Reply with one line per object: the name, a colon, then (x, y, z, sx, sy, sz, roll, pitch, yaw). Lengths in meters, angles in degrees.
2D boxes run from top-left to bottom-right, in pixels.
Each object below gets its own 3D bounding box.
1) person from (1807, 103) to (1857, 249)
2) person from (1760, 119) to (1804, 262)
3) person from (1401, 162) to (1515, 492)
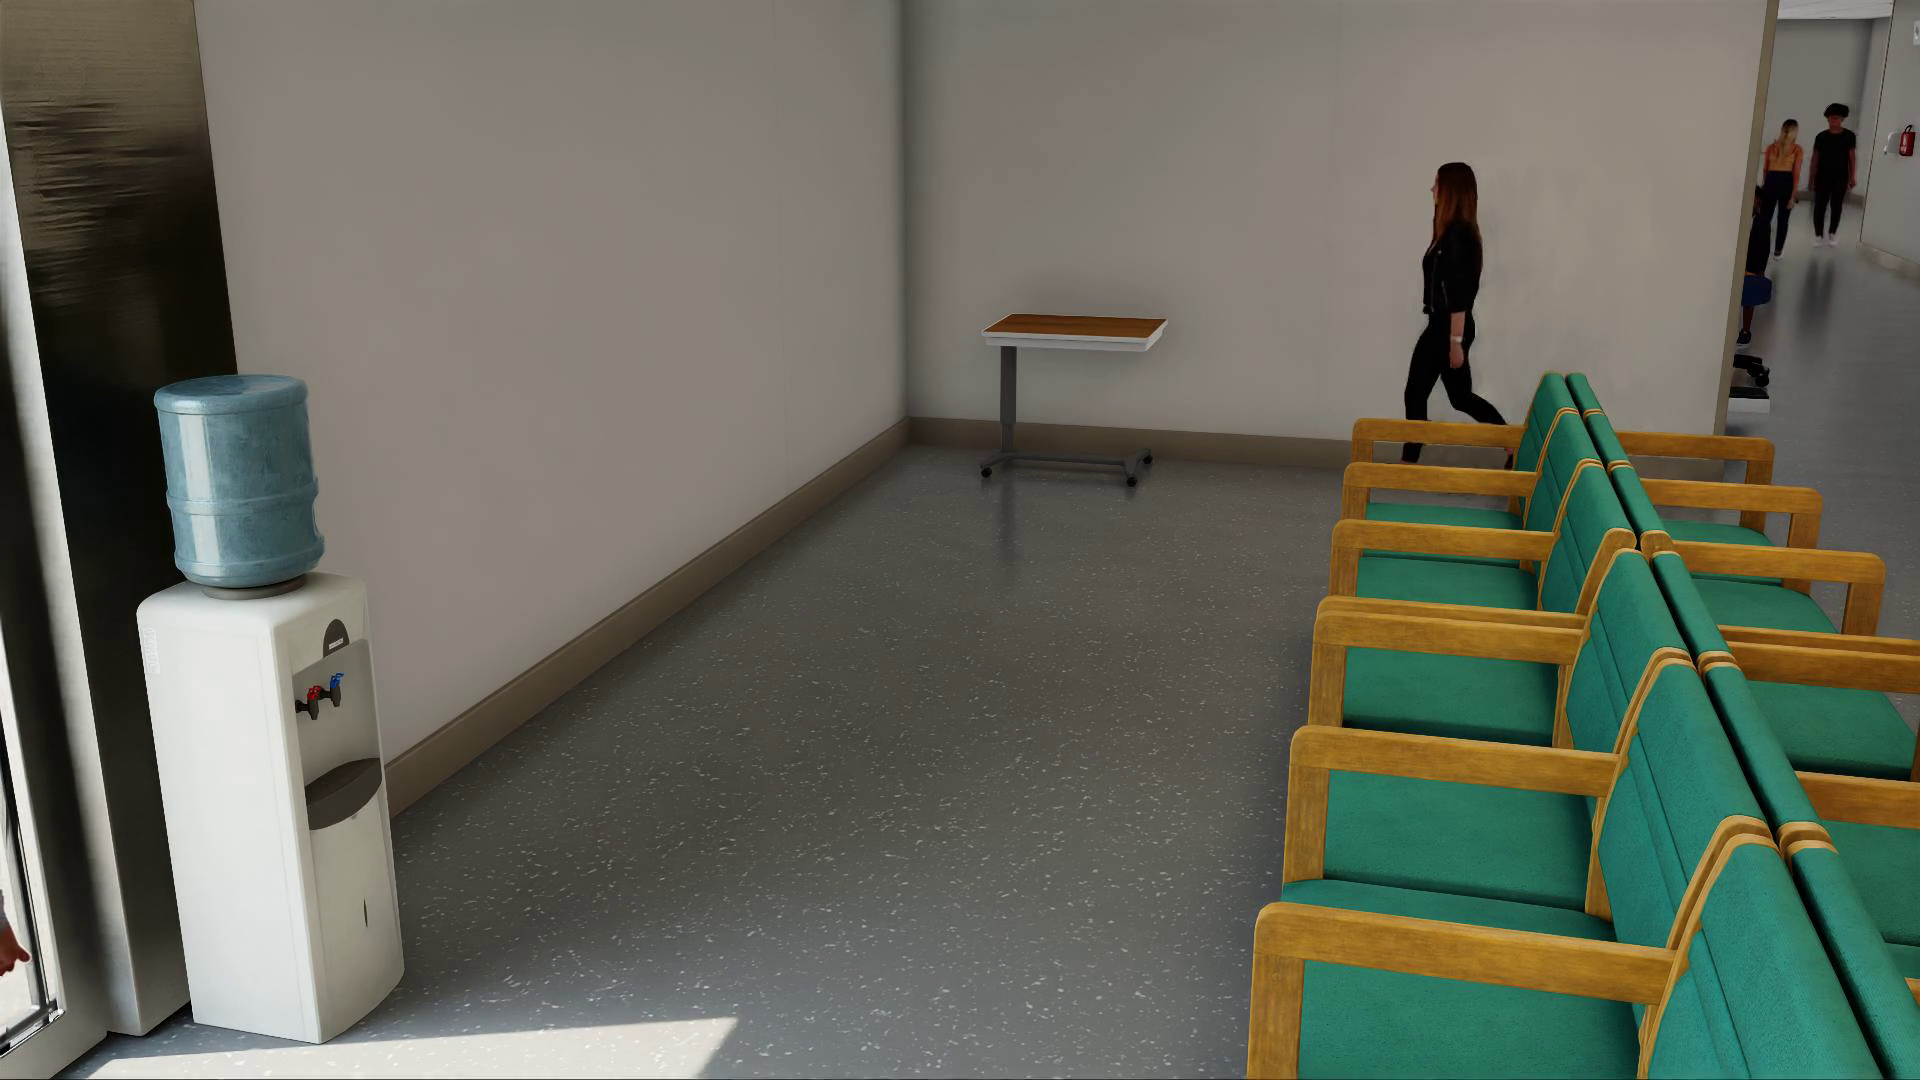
person: (10.864, -4.517, 20.671, 0.723, 1.758, 0.829, 9, 18, 29)
person: (9.273, -3.933, 18.900, 1.109, 1.594, 0.881, 10, 19, 32)
person: (2.598, -1.044, 8.496, 1.110, 1.680, 0.698, 7, 17, 23)
